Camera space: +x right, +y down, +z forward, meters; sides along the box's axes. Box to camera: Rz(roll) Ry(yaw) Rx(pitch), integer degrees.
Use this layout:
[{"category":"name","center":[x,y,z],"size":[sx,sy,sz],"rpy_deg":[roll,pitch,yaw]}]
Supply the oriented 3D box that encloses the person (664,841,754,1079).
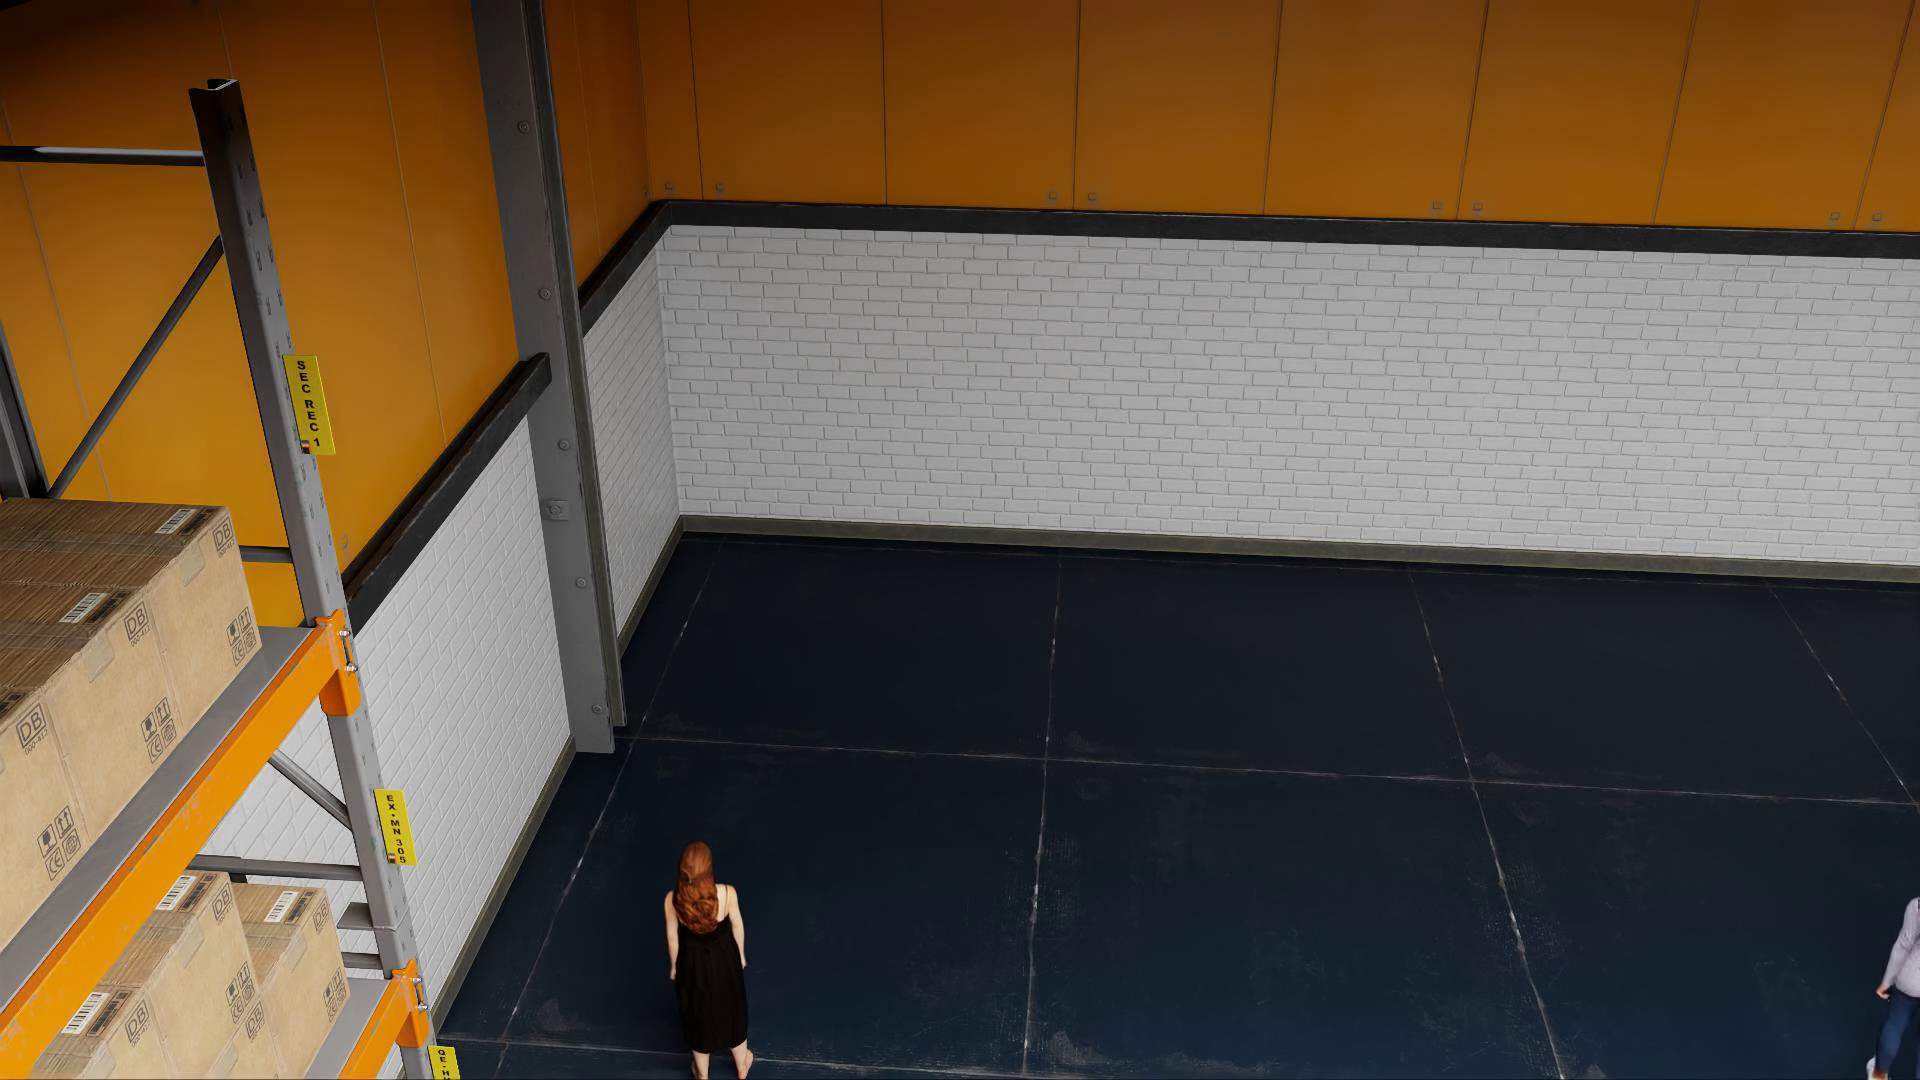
[{"category":"person","center":[-1.356,2.282,8.921],"size":[0.627,1.625,0.635],"rpy_deg":[-5,29,-8]}]
